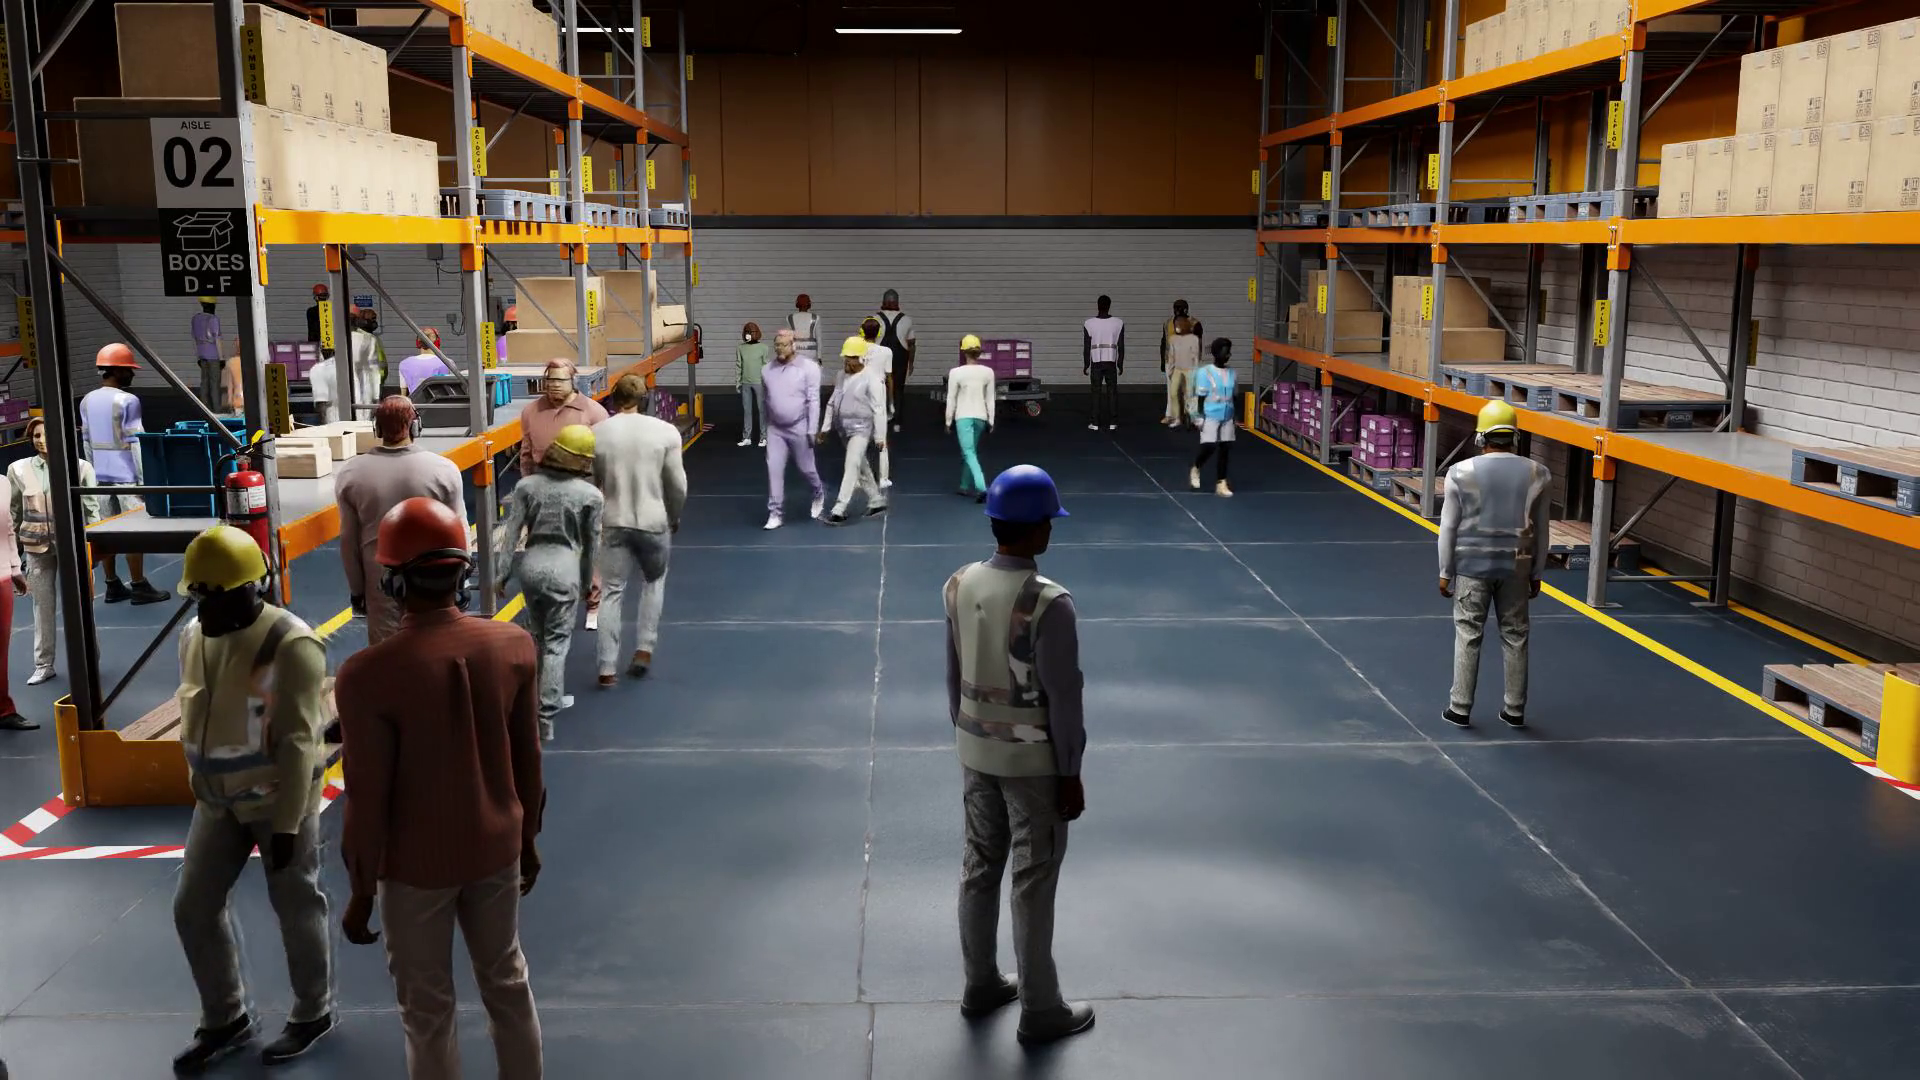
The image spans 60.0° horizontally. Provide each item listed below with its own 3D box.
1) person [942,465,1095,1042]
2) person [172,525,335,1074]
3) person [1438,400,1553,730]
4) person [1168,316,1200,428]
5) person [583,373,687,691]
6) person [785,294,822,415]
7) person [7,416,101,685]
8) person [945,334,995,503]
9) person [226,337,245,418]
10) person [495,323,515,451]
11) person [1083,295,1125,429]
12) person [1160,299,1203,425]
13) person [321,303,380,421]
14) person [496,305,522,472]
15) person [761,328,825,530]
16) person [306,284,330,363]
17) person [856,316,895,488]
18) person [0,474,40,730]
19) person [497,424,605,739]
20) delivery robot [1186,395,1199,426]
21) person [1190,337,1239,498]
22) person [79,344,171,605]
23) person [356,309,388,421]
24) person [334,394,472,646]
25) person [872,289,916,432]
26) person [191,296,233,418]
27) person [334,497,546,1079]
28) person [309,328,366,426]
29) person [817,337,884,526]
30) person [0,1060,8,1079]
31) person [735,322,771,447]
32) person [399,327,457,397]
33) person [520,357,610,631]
[{"bbox_3d":[0.195,0.715,5.621,0.385,1.948,0.602,-9,14,-41],"label":"person"},{"bbox_3d":[-2.296,0.845,5.315,0.594,1.799,0.587,4,11,22],"label":"person"},{"bbox_3d":[2.929,0.144,9.165,0.591,1.823,0.405,1,10,4],"label":"person"},{"bbox_3d":[3.193,-2.407,23.920,0.528,1.610,0.510,6,12,31],"label":"person"},{"bbox_3d":[-1.992,-0.062,10.139,0.647,1.880,0.709,0,10,-3],"label":"person"},{"bbox_3d":[-2.397,-2.828,25.543,0.574,1.881,0.357,0,10,2],"label":"person"},{"bbox_3d":[-5.501,0.058,10.129,0.515,1.645,0.309,-2,10,-13],"label":"person"},{"bbox_3d":[0.127,-1.266,17.260,0.530,1.731,0.852,-5,11,-27],"label":"person"},{"bbox_3d":[-8.202,-1.543,19.089,0.515,1.629,0.489,3,10,14],"label":"person"},{"bbox_3d":[-5.803,-1.979,21.462,0.544,1.636,0.805,-5,11,-26],"label":"person"},{"bbox_3d":[2.058,-2.533,23.793,0.593,1.921,0.388,-1,10,-4],"label":"person"},{"bbox_3d":[3.230,-2.611,24.452,0.637,1.840,0.429,6,12,31],"label":"person"},{"bbox_3d":[-6.875,-1.676,18.837,0.623,1.986,0.983,-1,10,-8],"label":"person"},{"bbox_3d":[-5.187,-1.775,19.519,0.362,1.939,0.542,2,10,12],"label":"person"},{"bbox_3d":[-1.591,-1.071,15.774,0.642,1.881,0.874,3,11,17],"label":"person"},{"bbox_3d":[-10.393,-3.184,27.208,0.391,1.995,0.613,8,13,37],"label":"person"},{"bbox_3d":[-0.966,-1.499,18.162,0.515,1.877,0.328,0,10,1],"label":"person"},{"bbox_3d":[-5.247,0.215,8.942,0.328,1.759,0.524,3,11,14],"label":"person"},{"bbox_3d":[-2.220,0.210,9.166,0.556,1.688,0.699,1,10,3],"label":"person"},{"bbox_3d":[3.415,-1.875,23.671,0.477,0.478,0.707,0,10,2],"label":"delivery robot"},{"bbox_3d":[2.699,-1.297,17.529,0.547,1.687,0.478,-5,11,-27],"label":"person"},{"bbox_3d":[-6.210,-0.481,12.329,0.546,1.934,0.376,4,11,22],"label":"person"},{"bbox_3d":[-7.404,-1.974,20.898,0.429,1.845,0.620,0,10,2],"label":"person"},{"bbox_3d":[-2.836,0.206,8.566,0.643,1.912,0.410,-2,10,-9],"label":"person"},{"bbox_3d":[-0.991,-2.590,23.778,0.703,2.000,0.896,-1,10,-5],"label":"person"},{"bbox_3d":[-11.398,-2.810,25.319,0.595,1.923,0.378,6,12,28],"label":"person"},{"bbox_3d":[-1.438,0.870,4.627,0.397,1.992,0.623,8,13,39],"label":"person"},{"bbox_3d":[-5.711,-1.047,15.516,0.749,1.925,0.611,7,13,36],"label":"person"},{"bbox_3d":[-1.035,-1.042,15.888,0.916,1.783,0.601,-9,13,-40],"label":"person"},{"bbox_3d":[-2.081,1.206,3.245,0.514,1.812,0.938,-10,14,-43],"label":"person"},{"bbox_3d":[-2.714,-2.037,21.826,0.507,1.632,0.268,3,11,18],"label":"person"},{"bbox_3d":[-5.214,-1.169,16.403,0.570,1.843,0.372,0,10,-2],"label":"person"},{"bbox_3d":[-2.725,-0.308,11.483,0.650,1.901,0.396,1,10,8],"label":"person"}]
